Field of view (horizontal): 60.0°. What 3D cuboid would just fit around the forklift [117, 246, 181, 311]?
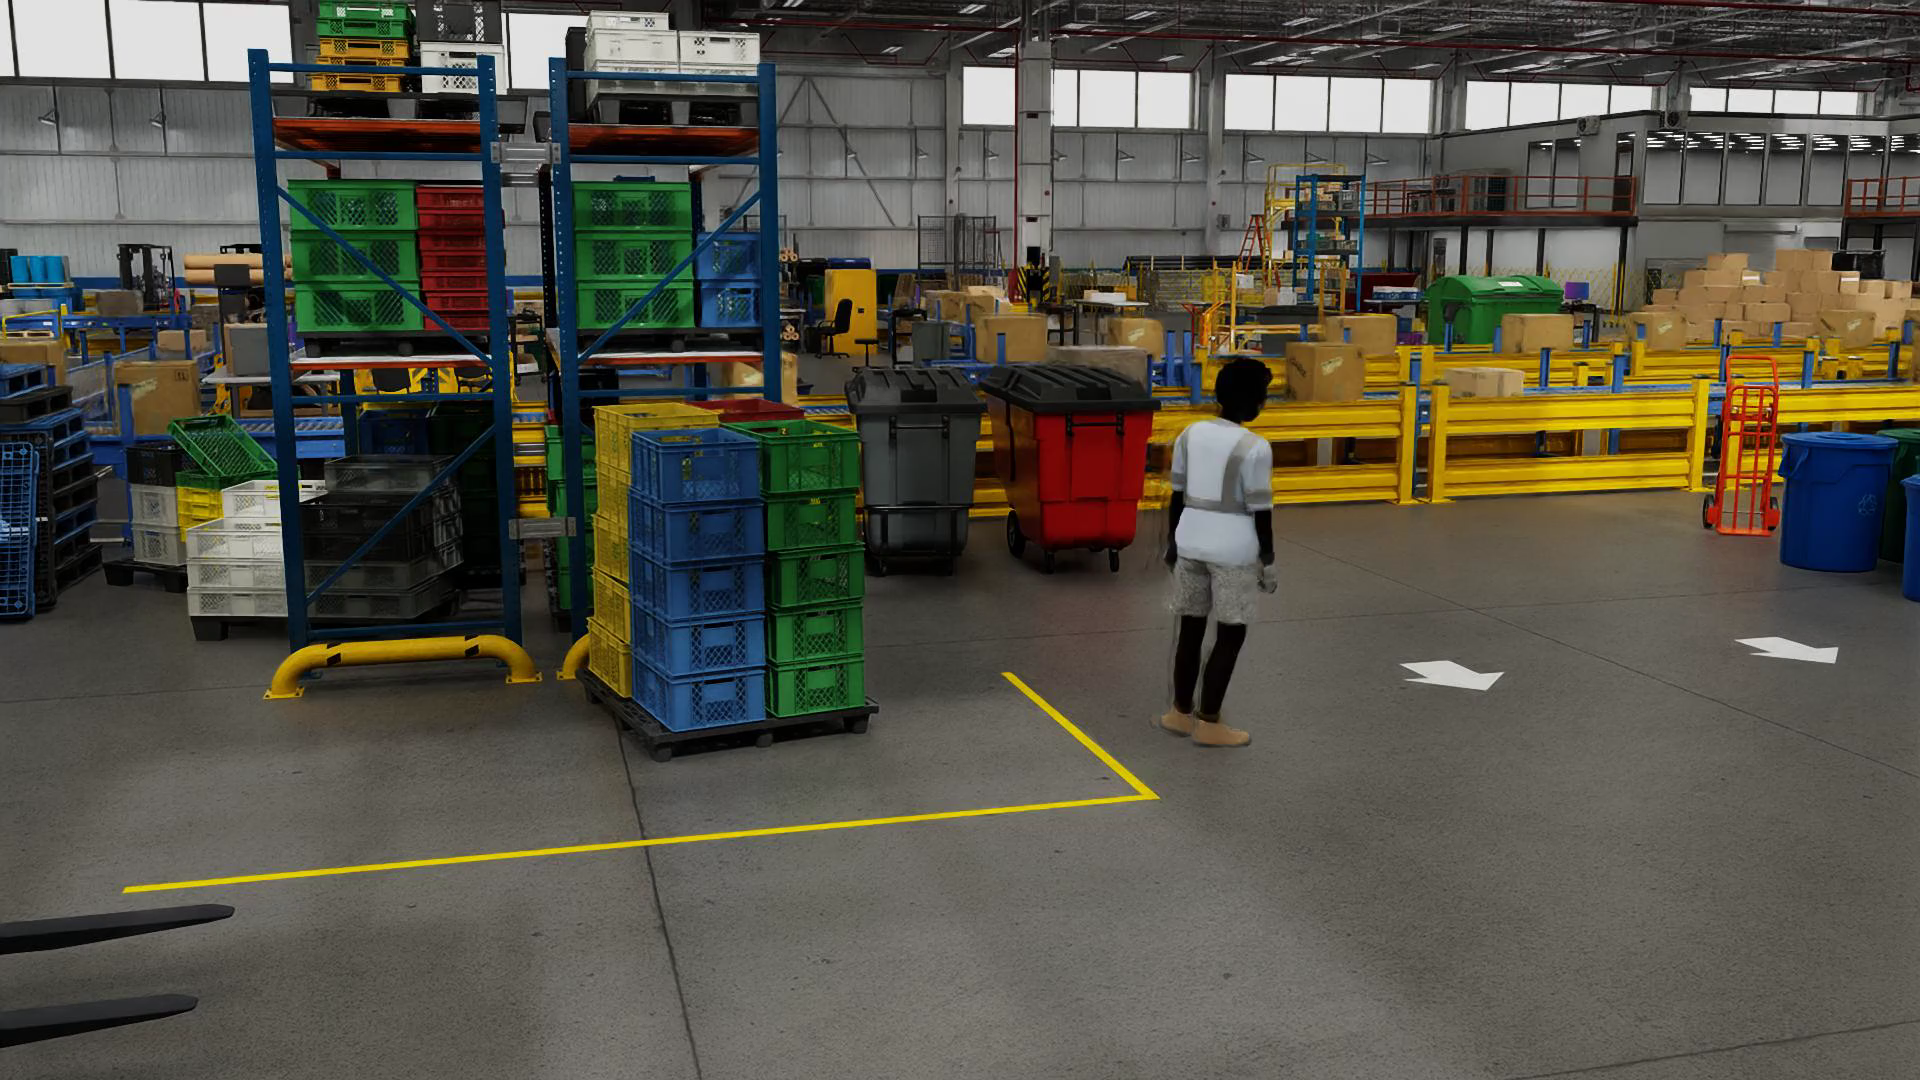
[{"bbox_3d":[-19.966,-6.232,40.894,1.157,1.987,2.680,-3,10,-15],"label":"forklift"}]

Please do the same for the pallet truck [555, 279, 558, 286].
[{"bbox_3d":[-10.604,-6.375,44.520,0.653,1.274,1.630,-3,10,-15],"label":"pallet truck"}]

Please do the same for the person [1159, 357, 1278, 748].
[{"bbox_3d":[1.063,0.063,7.068,0.318,1.674,0.672,-8,13,-38],"label":"person"}]

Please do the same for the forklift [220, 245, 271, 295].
[{"bbox_3d":[-17.749,-6.334,41.440,1.157,1.987,2.680,-3,10,-17],"label":"forklift"}]
